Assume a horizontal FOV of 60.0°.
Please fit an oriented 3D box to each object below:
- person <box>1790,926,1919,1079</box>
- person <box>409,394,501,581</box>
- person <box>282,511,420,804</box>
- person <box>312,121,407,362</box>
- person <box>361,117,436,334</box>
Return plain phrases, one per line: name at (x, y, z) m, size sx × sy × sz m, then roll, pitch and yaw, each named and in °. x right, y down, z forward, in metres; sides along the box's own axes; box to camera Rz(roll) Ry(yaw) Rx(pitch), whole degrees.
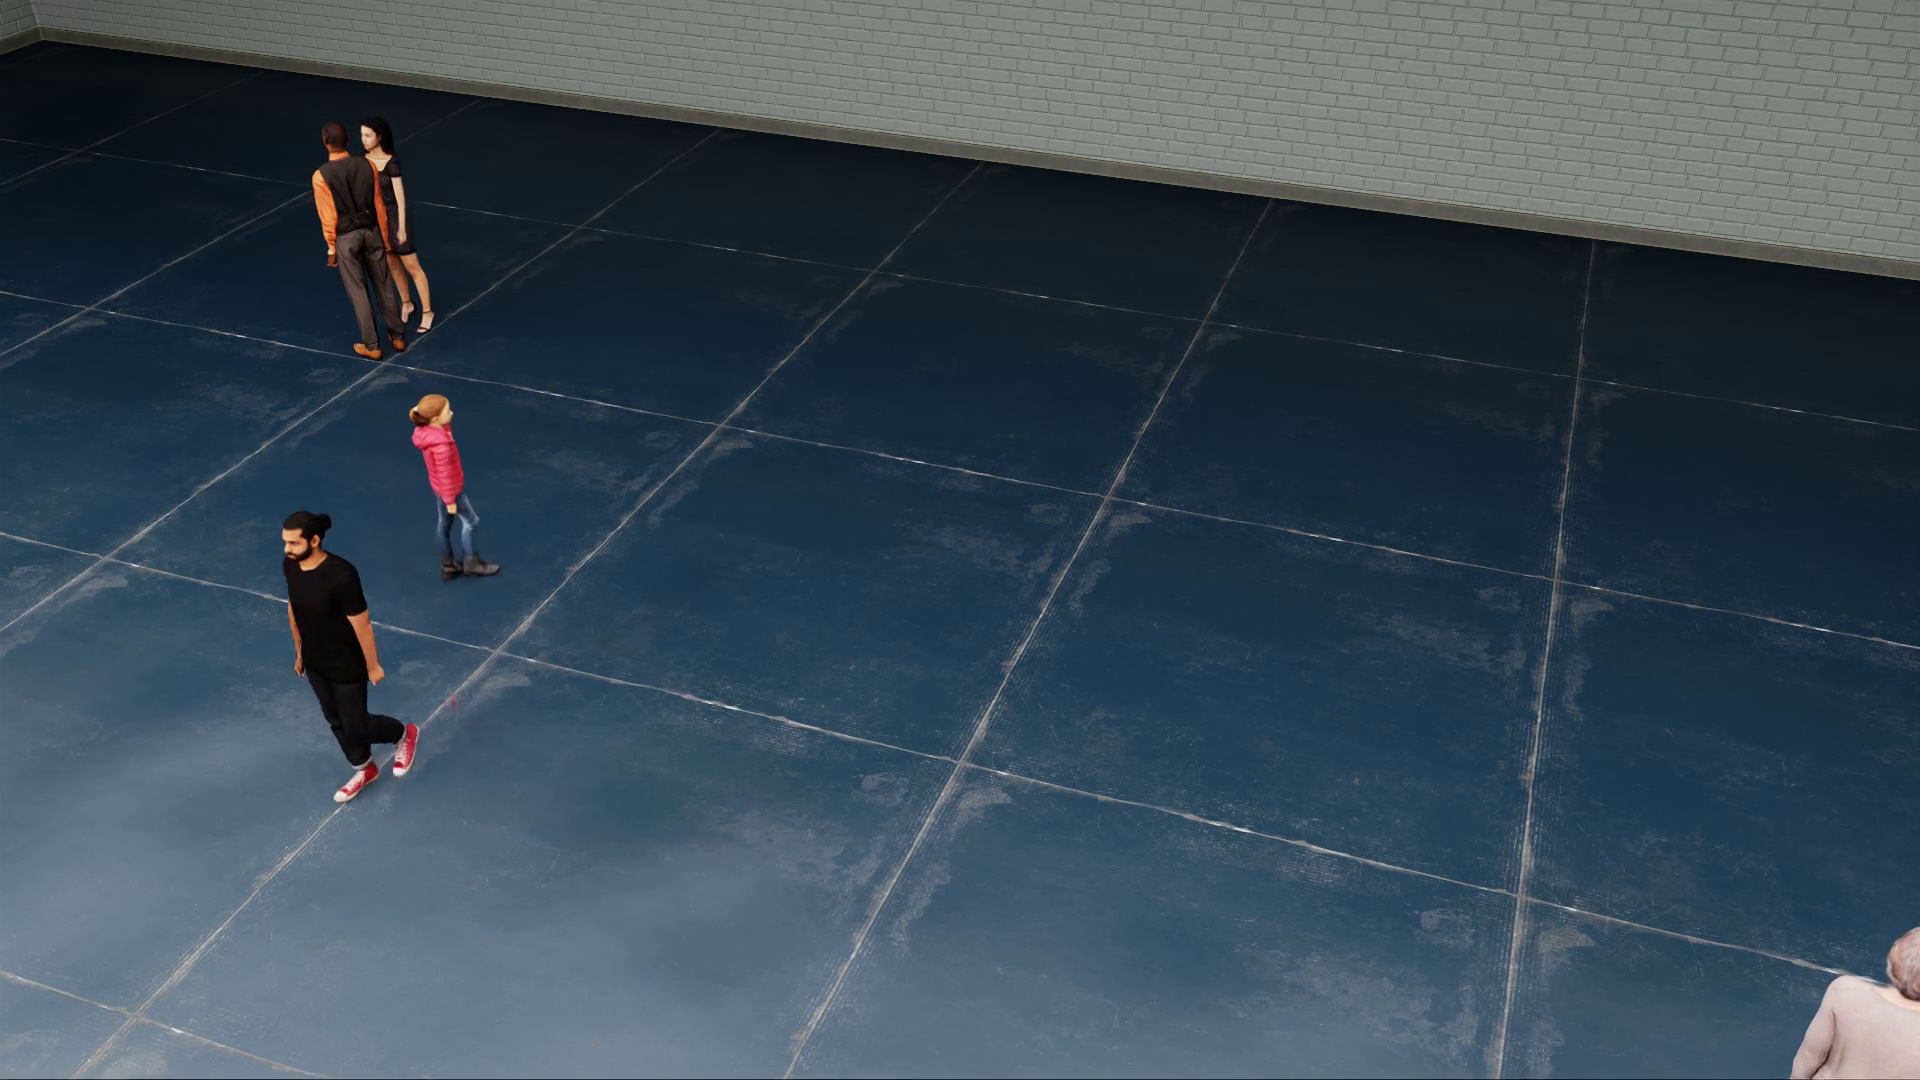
person at (3.294, 2.135, 6.126) m, size 0.732 × 1.881 × 0.693 m, roll 21°, pitch 38°, yaw 29°
person at (-3.269, -0.303, 10.398) m, size 0.724 × 1.310 × 0.665 m, roll -15°, pitch 36°, yaw -22°
person at (-3.182, 0.568, 8.659) m, size 0.699 × 1.744 × 0.803 m, roll 17°, pitch 37°, yaw 25°
person at (-4.685, -2.331, 12.968) m, size 0.718 × 1.908 × 0.845 m, roll -26°, pitch 41°, yaw -34°
person at (-4.552, -2.540, 13.396) m, size 0.610 × 1.790 × 0.546 m, roll 18°, pitch 37°, yaw 25°
